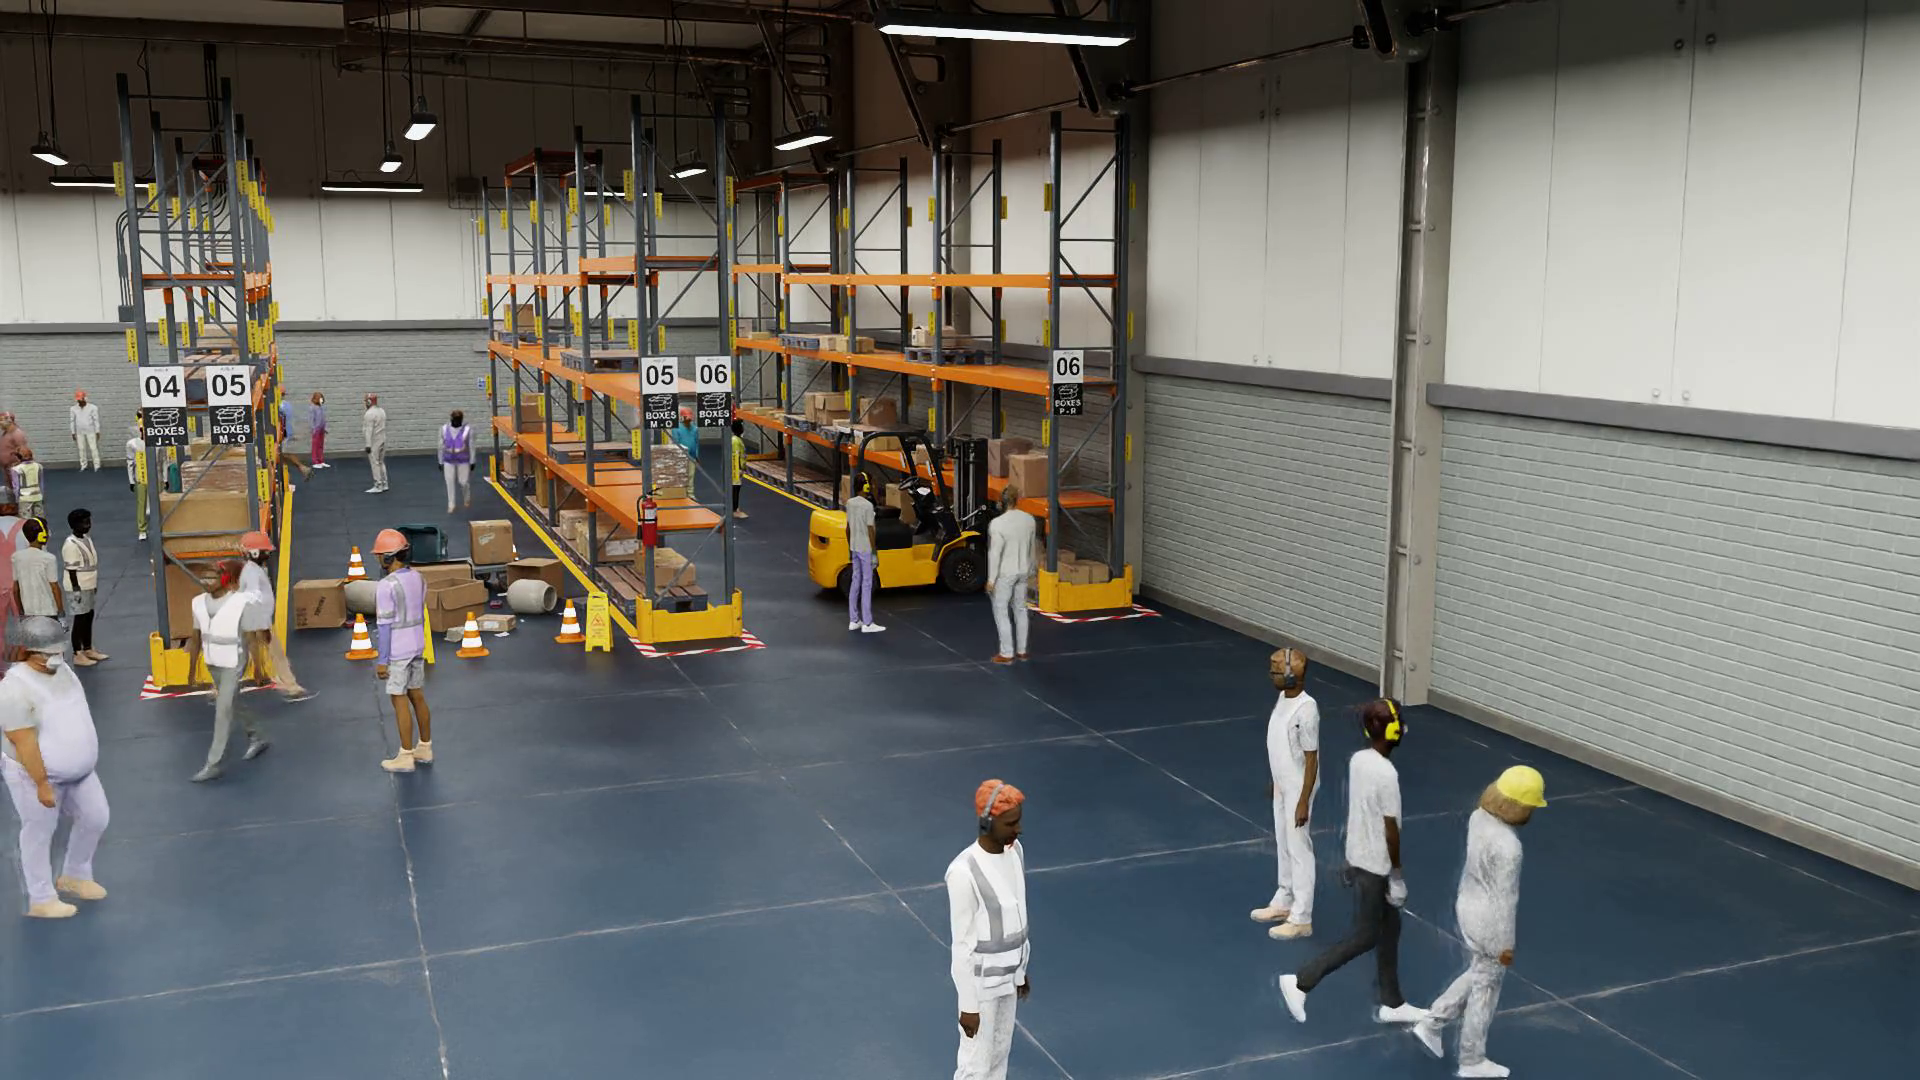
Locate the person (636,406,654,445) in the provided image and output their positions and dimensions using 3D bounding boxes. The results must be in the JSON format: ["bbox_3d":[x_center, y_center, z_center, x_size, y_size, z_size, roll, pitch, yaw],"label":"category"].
[{"bbox_3d":[-6.867,-2.564,36.588,0.623,1.784,0.514,5,10,30],"label":"person"}]

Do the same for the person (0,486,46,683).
[{"bbox_3d":[-9.624,0.448,16.829,0.684,2.000,0.535,-6,11,-34],"label":"person"}]

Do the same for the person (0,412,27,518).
[{"bbox_3d":[-15.636,-1.170,27.438,0.652,1.904,0.403,8,12,41],"label":"person"}]

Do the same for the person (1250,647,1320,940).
[{"bbox_3d":[2.064,1.570,10.394,0.349,1.842,0.505,-1,9,-9],"label":"person"}]

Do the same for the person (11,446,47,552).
[{"bbox_3d":[-13.700,-0.566,24.480,0.307,1.638,0.511,3,10,21],"label":"person"}]

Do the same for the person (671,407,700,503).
[{"bbox_3d":[-4.956,-1.529,30.159,0.318,1.756,0.562,8,12,43],"label":"person"}]

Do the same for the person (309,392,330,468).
[{"bbox_3d":[-13.803,-2.367,35.818,0.284,1.634,0.498,2,9,14],"label":"person"}]

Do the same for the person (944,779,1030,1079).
[{"bbox_3d":[0.147,2.002,7.530,0.356,1.886,0.574,4,10,26],"label":"person"}]

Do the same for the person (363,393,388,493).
[{"bbox_3d":[-11.186,-1.848,31.746,0.401,1.899,0.638,1,9,4],"label":"person"}]

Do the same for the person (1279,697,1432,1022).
[{"bbox_3d":[2.189,1.779,9.105,0.816,1.837,0.542,-1,9,-3],"label":"person"}]

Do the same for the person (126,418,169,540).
[{"bbox_3d":[-12.732,-0.970,26.101,0.590,1.930,0.358,-7,11,-38],"label":"person"}]

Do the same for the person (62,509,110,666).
[{"bbox_3d":[-9.299,0.500,17.611,0.322,1.685,0.542,-1,9,-8],"label":"person"}]

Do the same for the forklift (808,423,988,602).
[{"bbox_3d":[-0.830,-0.399,21.676,2.313,2.155,1.214,-4,10,-21],"label":"forklift"}]

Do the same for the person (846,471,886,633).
[{"bbox_3d":[-1.120,0.137,19.318,0.328,1.873,0.518,-8,12,-40],"label":"person"}]

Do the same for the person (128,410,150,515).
[{"bbox_3d":[-14.200,-1.376,28.964,0.536,1.824,0.935,-5,10,-27],"label":"person"}]

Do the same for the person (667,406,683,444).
[{"bbox_3d":[-6.168,-2.333,35.673,0.524,1.602,0.437,-1,9,-7],"label":"person"}]

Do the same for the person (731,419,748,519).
[{"bbox_3d":[-3.790,-1.213,28.354,0.318,1.700,0.535,-2,9,-12],"label":"person"}]

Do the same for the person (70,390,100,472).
[{"bbox_3d":[-18.408,-2.285,34.984,0.574,1.737,0.354,-1,9,-6],"label":"person"}]

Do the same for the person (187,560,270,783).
[{"bbox_3d":[-6.116,1.042,13.874,0.590,1.799,0.983,3,10,20],"label":"person"}]

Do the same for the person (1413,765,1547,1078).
[{"bbox_3d":[2.667,1.943,8.449,0.483,1.702,0.558,-1,9,-5],"label":"person"}]

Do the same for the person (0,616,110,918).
[{"bbox_3d":[-5.795,1.433,10.628,0.545,2.000,0.697,1,9,7],"label":"person"}]

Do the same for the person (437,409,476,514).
[{"bbox_3d":[-8.769,-1.372,28.983,0.643,1.823,0.471,-1,9,-4],"label":"person"}]

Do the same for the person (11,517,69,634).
[{"bbox_3d":[-8.670,0.709,15.721,0.530,1.871,0.323,2,9,12],"label":"person"}]

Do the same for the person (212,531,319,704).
[{"bbox_3d":[-6.730,0.765,15.916,0.950,1.704,0.574,-2,9,-15],"label":"person"}]

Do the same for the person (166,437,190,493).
[{"bbox_3d":[-13.487,-1.298,28.675,0.522,1.769,0.318,5,10,27],"label":"person"}]

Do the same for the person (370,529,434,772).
[{"bbox_3d":[-4.690,0.919,13.910,0.415,2.036,0.601,2,9,12],"label":"person"}]

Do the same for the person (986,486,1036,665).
[{"bbox_3d":[0.556,0.382,17.661,0.689,1.922,0.343,-8,12,-42],"label":"person"}]

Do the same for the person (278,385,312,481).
[{"bbox_3d":[-13.322,-2.104,33.017,0.822,2.008,0.643,0,9,1],"label":"person"}]
